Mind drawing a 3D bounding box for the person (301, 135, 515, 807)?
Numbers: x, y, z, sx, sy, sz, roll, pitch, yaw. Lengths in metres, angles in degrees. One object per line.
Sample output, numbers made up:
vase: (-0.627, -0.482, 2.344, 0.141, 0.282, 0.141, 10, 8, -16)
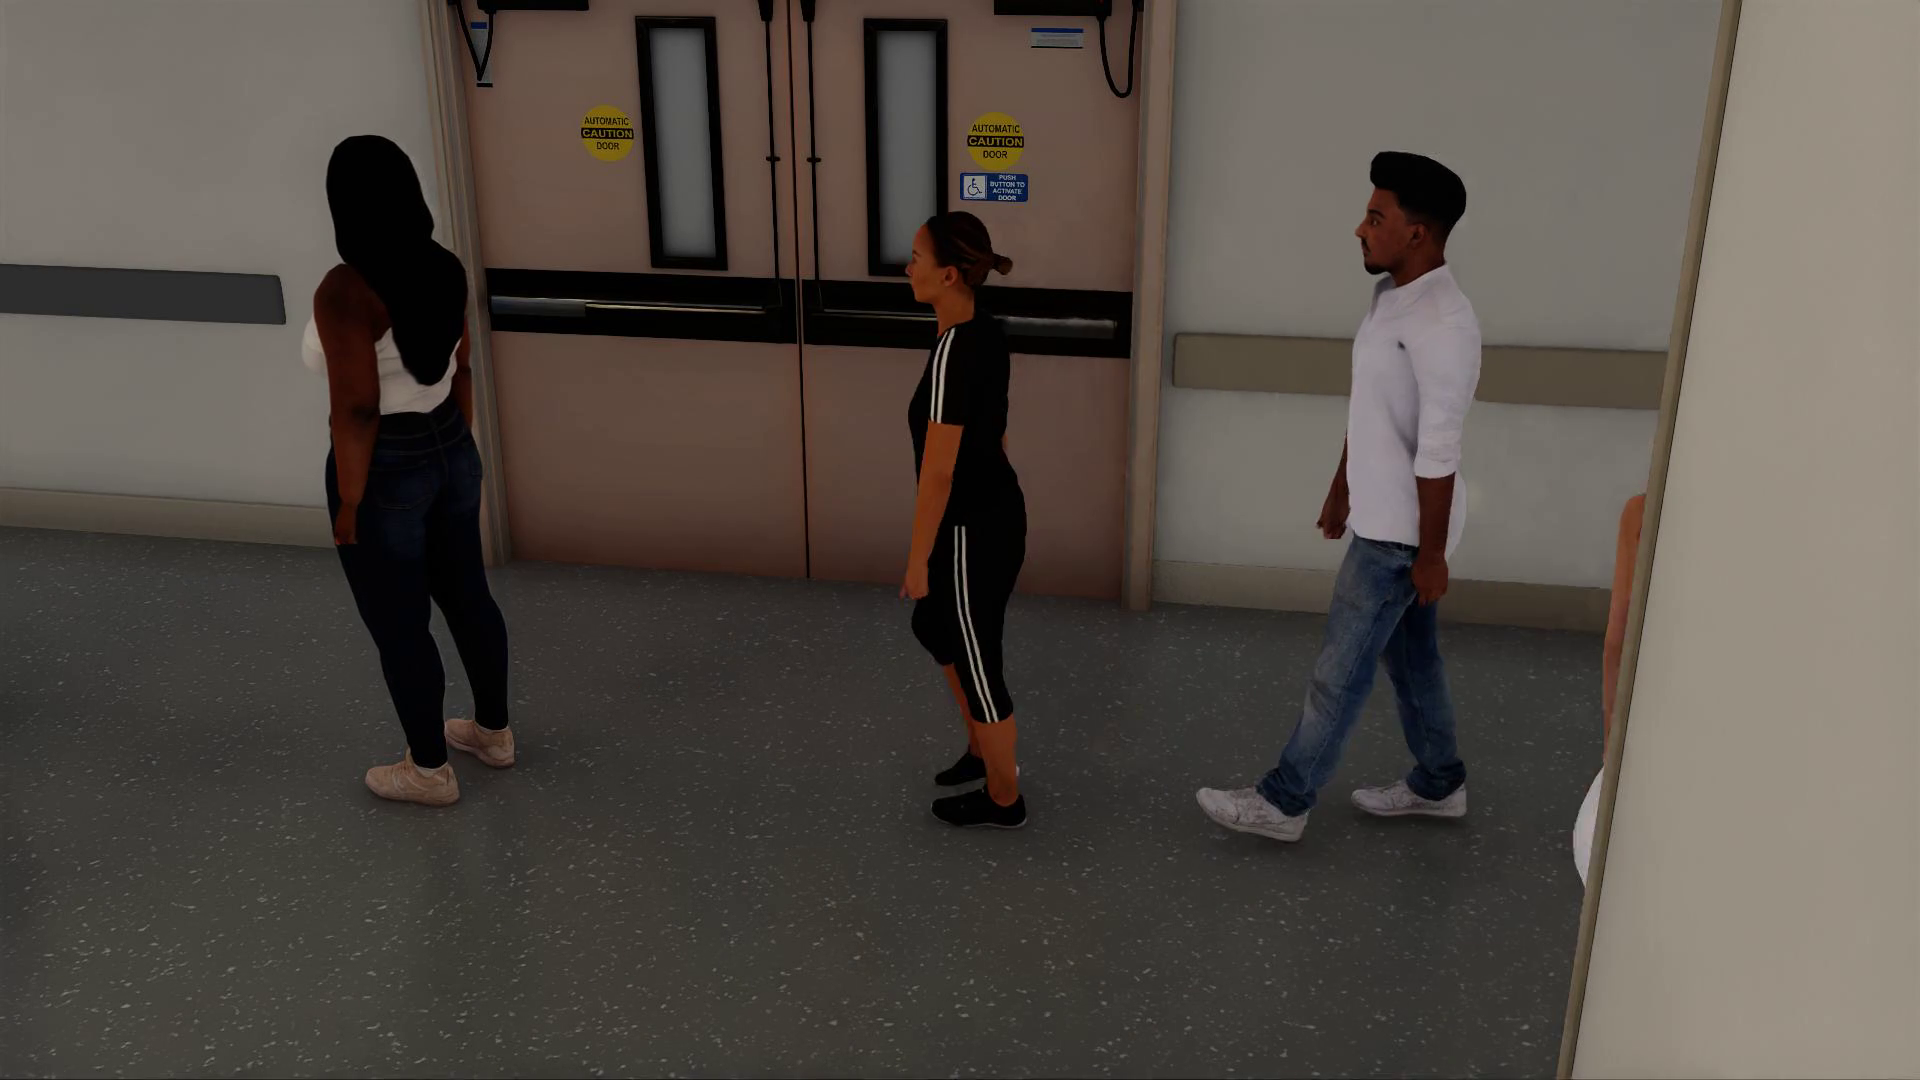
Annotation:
person: (-1.468, -0.163, 4.459, 0.701, 1.809, 0.717, 10, 23, 25)

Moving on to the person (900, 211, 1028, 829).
person: (0.113, -0.008, 4.269, 0.575, 1.654, 0.619, 5, 21, 12)

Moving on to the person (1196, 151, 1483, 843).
person: (1.181, -0.059, 4.216, 0.998, 1.785, 0.728, 1, 21, 2)
